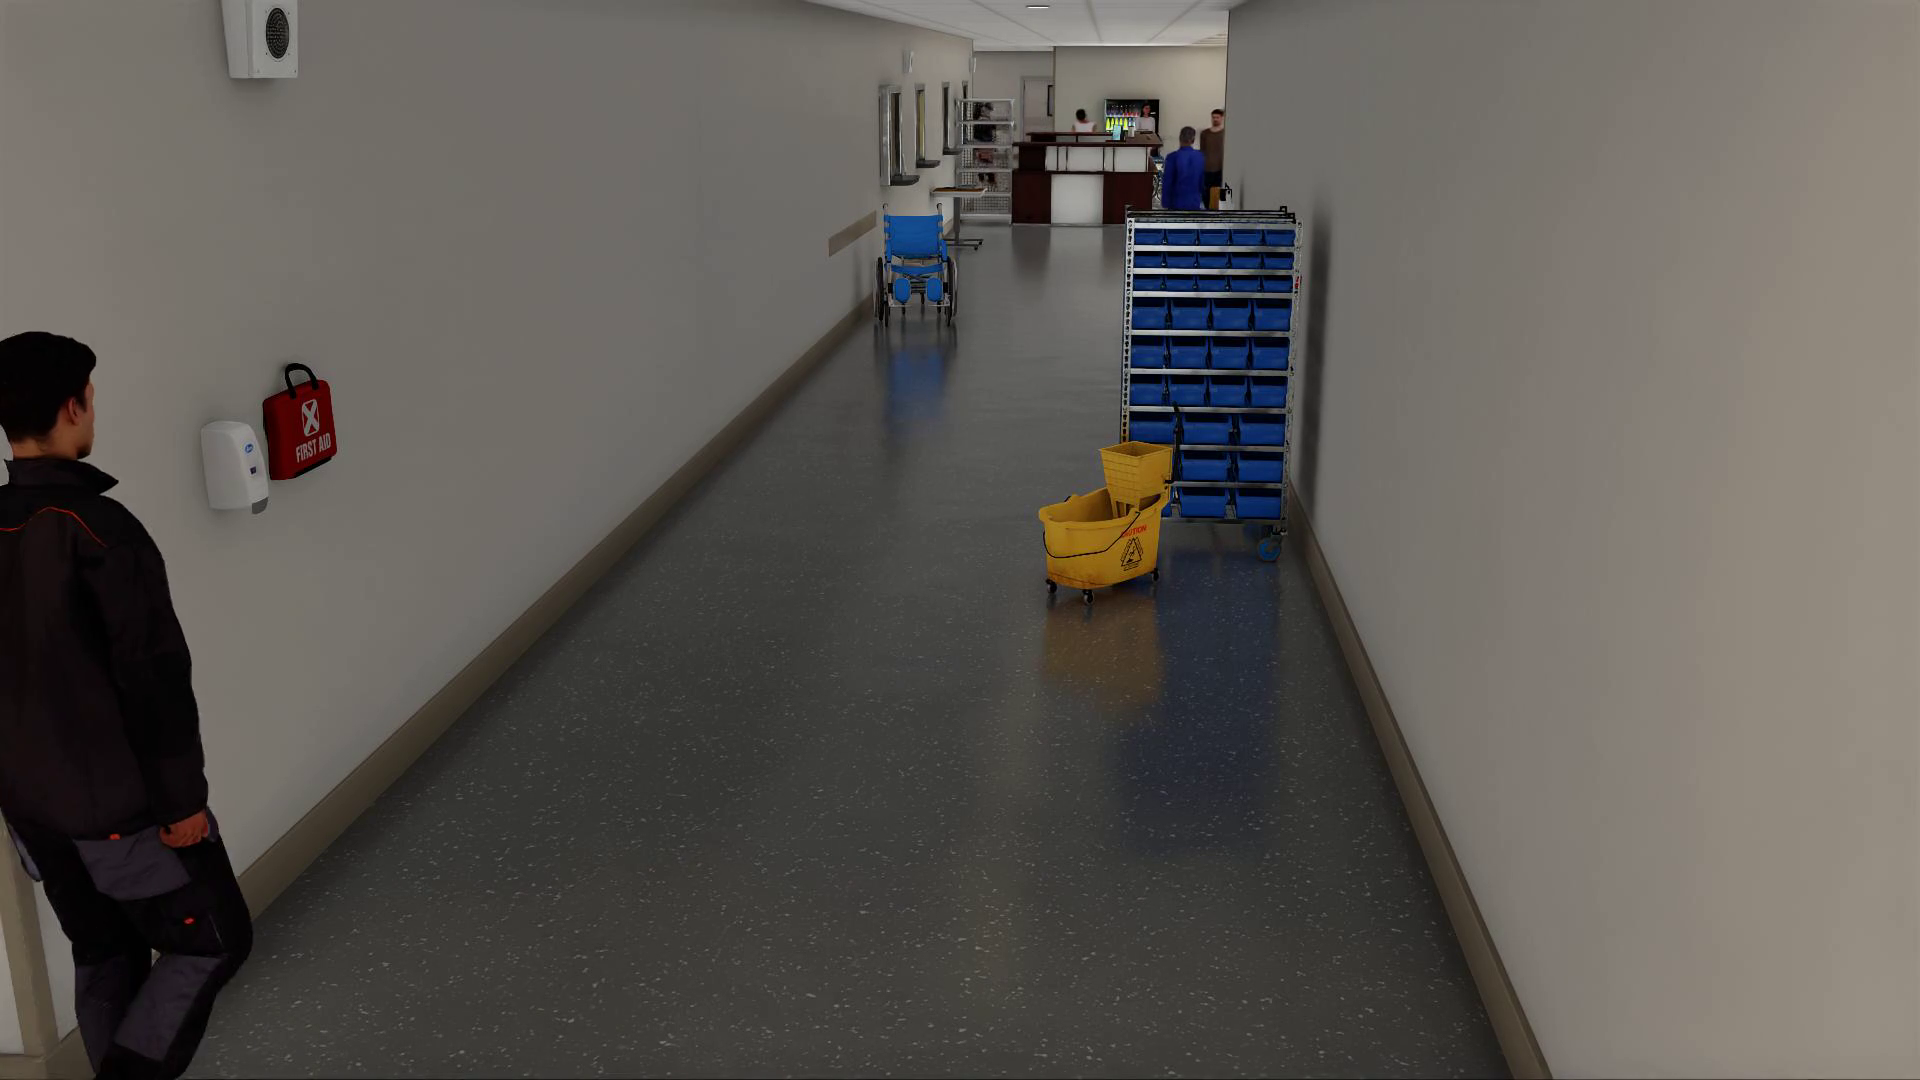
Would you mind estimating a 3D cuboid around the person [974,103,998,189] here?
[{"bbox_3d":[0.635,-7.787,33.251,0.978,1.819,0.885,-5,17,-17],"label":"person"}]

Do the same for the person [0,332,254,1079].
[{"bbox_3d":[-1.875,0.542,3.505,0.783,1.929,0.877,5,17,19],"label":"person"}]

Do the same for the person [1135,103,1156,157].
[{"bbox_3d":[3.873,-8.245,34.896,0.615,1.809,0.743,-6,17,-19],"label":"person"}]

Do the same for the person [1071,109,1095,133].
[{"bbox_3d":[2.590,-8.210,35.032,0.821,1.668,0.883,-4,16,-14],"label":"person"}]

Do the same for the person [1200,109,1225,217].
[{"bbox_3d":[3.991,-5.749,25.921,0.841,1.874,0.819,5,16,17],"label":"person"}]

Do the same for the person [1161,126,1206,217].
[{"bbox_3d":[2.694,-3.934,19.662,1.175,1.778,1.026,-4,16,-12],"label":"person"}]
